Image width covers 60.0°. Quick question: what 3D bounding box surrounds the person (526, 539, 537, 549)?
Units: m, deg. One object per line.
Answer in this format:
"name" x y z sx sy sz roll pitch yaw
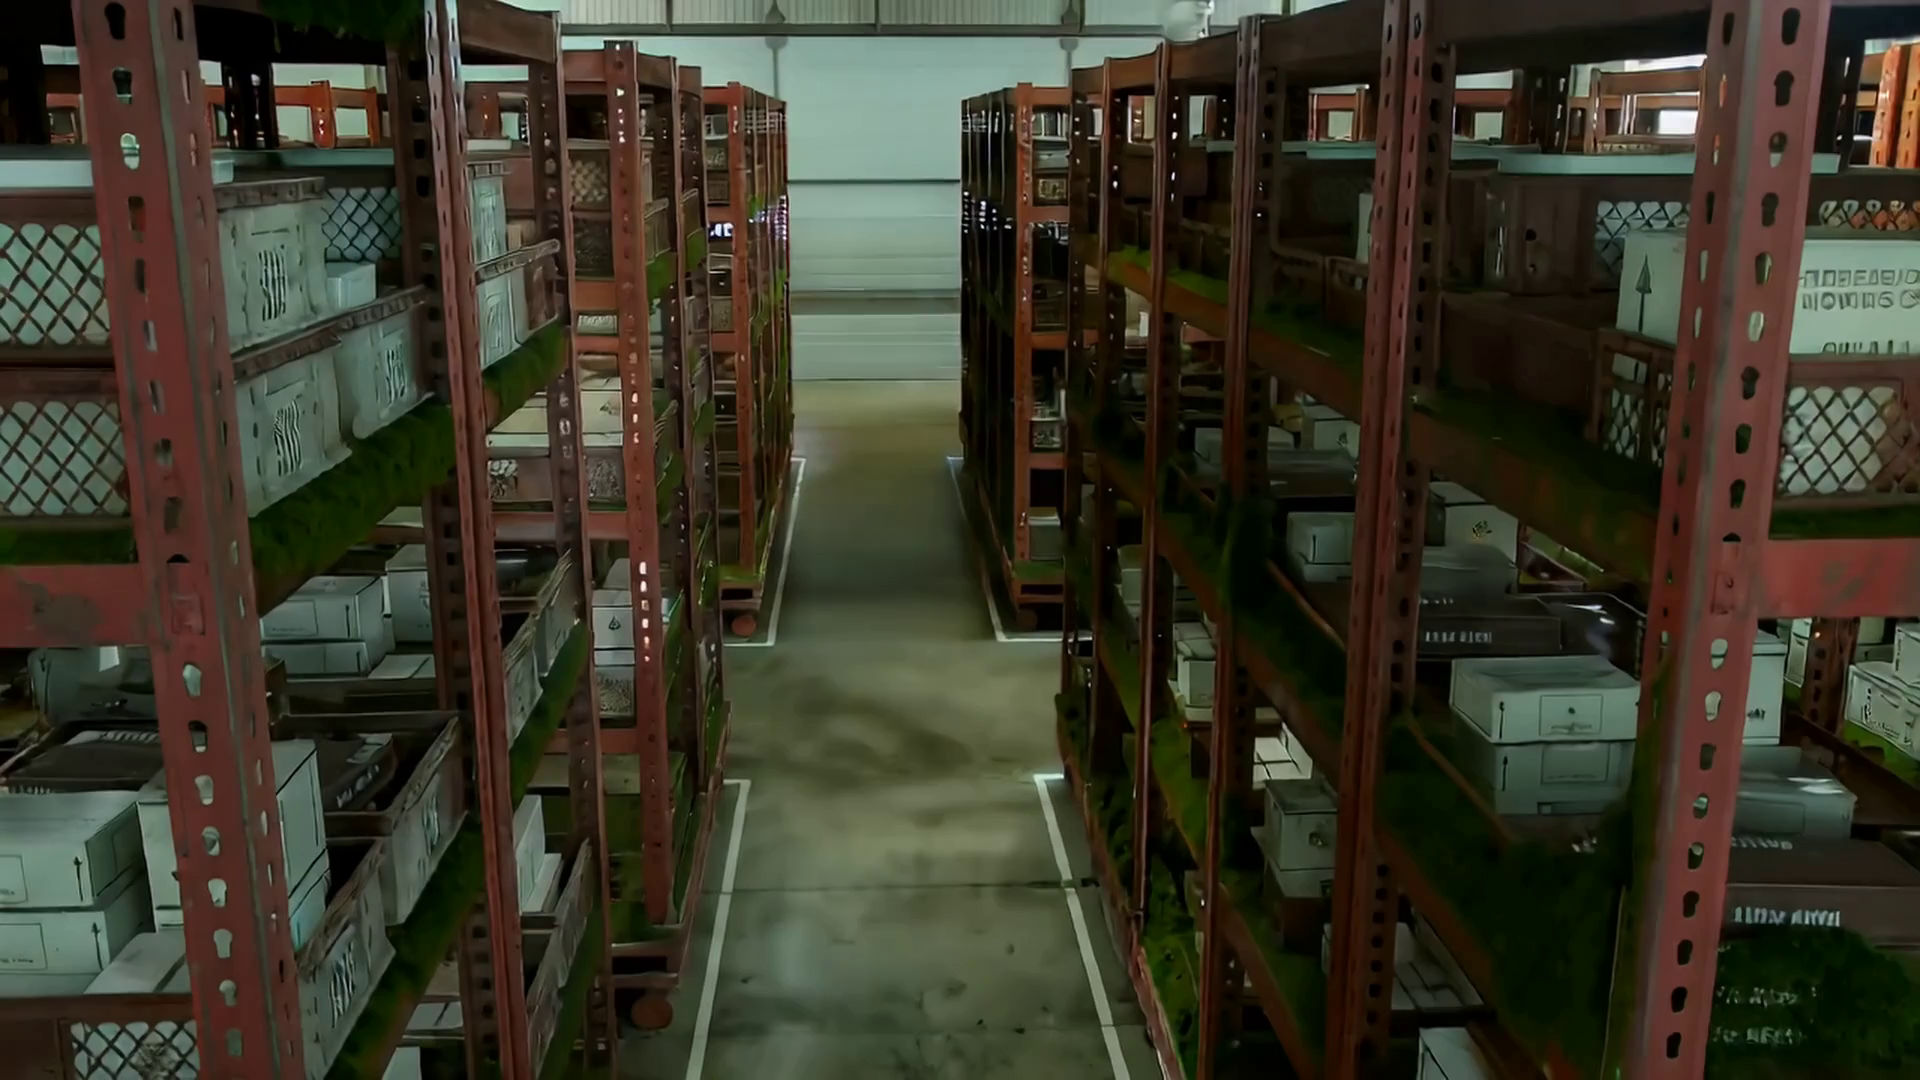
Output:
"person" -2.649 -0.201 10.483 0.415 1.985 0.611 -1 14 -4
